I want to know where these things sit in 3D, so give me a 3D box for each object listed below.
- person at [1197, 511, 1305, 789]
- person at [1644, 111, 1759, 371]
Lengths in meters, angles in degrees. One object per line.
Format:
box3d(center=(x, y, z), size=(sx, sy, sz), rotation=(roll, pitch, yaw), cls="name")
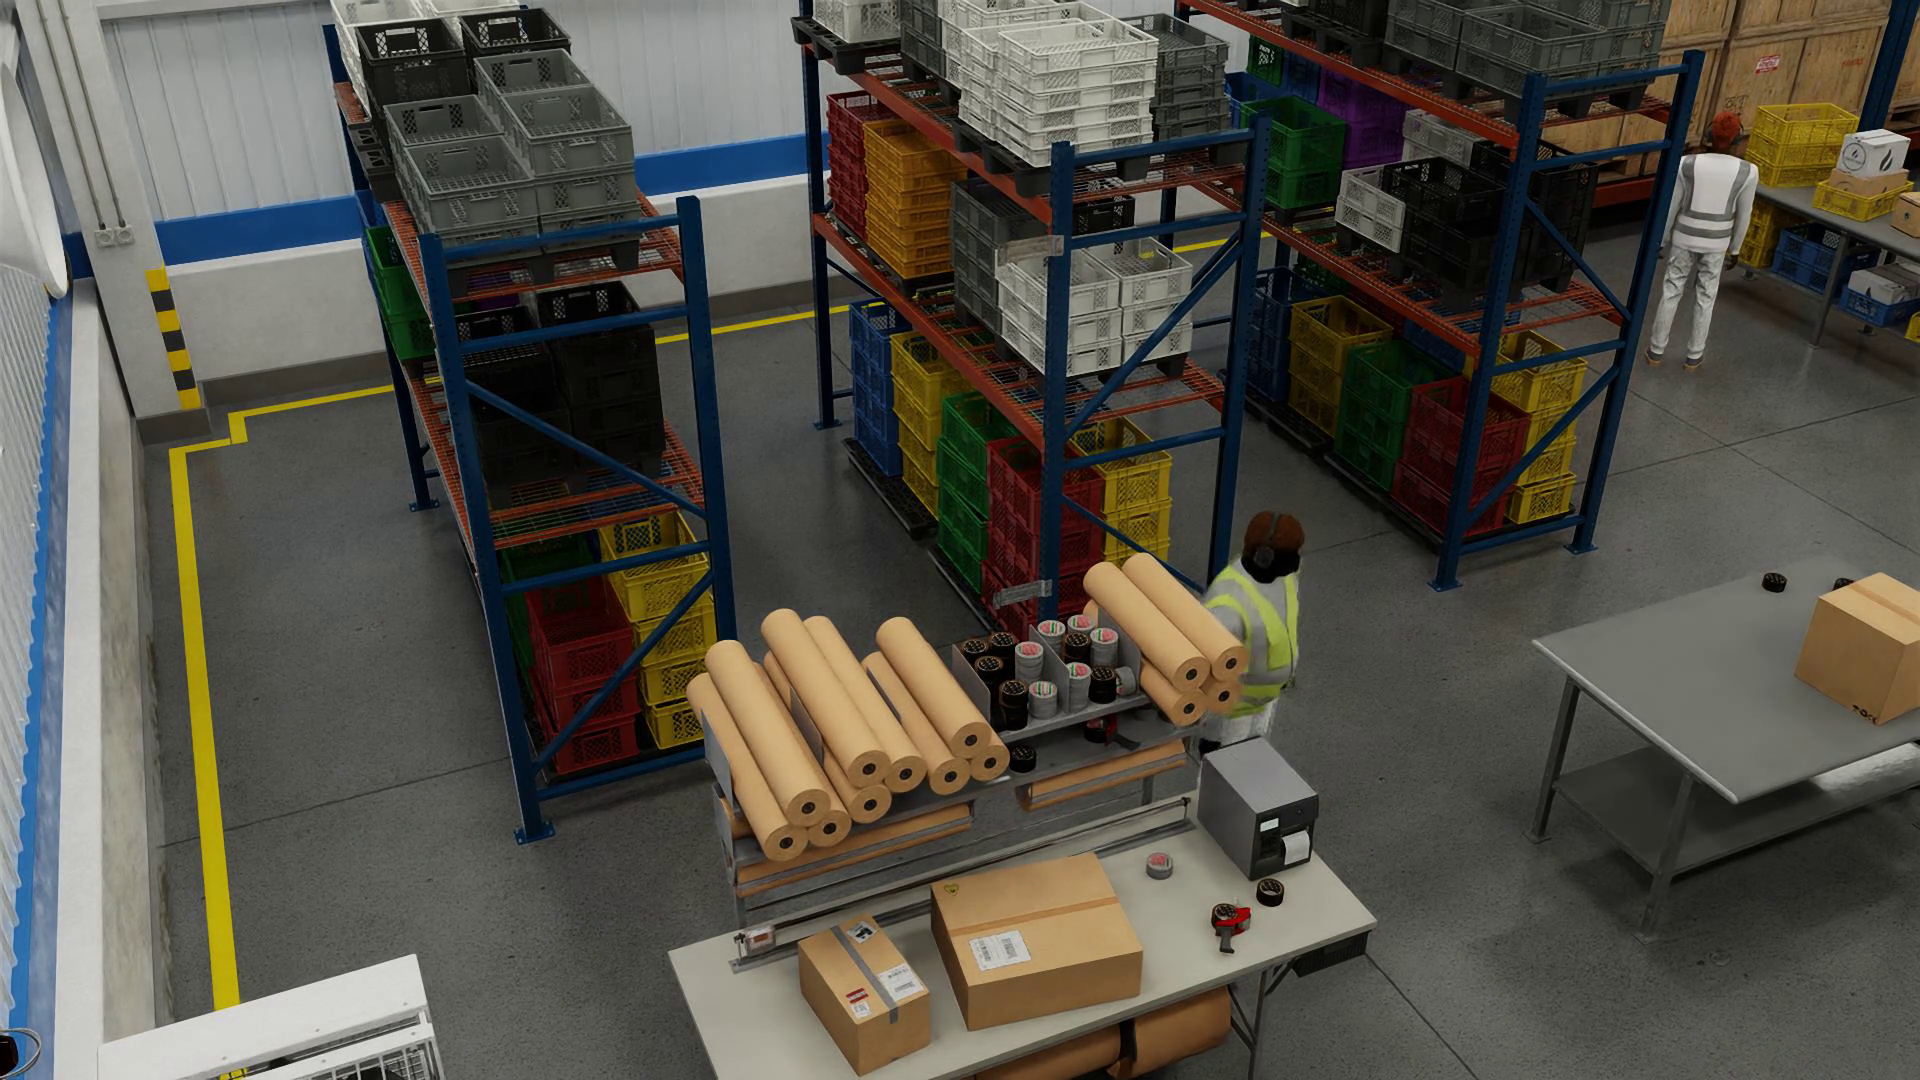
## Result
box3d(center=(1.225, 0.674, 7.378), size=(0.467, 1.837, 0.732), rotation=(21, 37, 30), cls="person")
box3d(center=(5.272, -2.117, 11.855), size=(0.572, 1.885, 0.356), rotation=(13, 34, 21), cls="person")
